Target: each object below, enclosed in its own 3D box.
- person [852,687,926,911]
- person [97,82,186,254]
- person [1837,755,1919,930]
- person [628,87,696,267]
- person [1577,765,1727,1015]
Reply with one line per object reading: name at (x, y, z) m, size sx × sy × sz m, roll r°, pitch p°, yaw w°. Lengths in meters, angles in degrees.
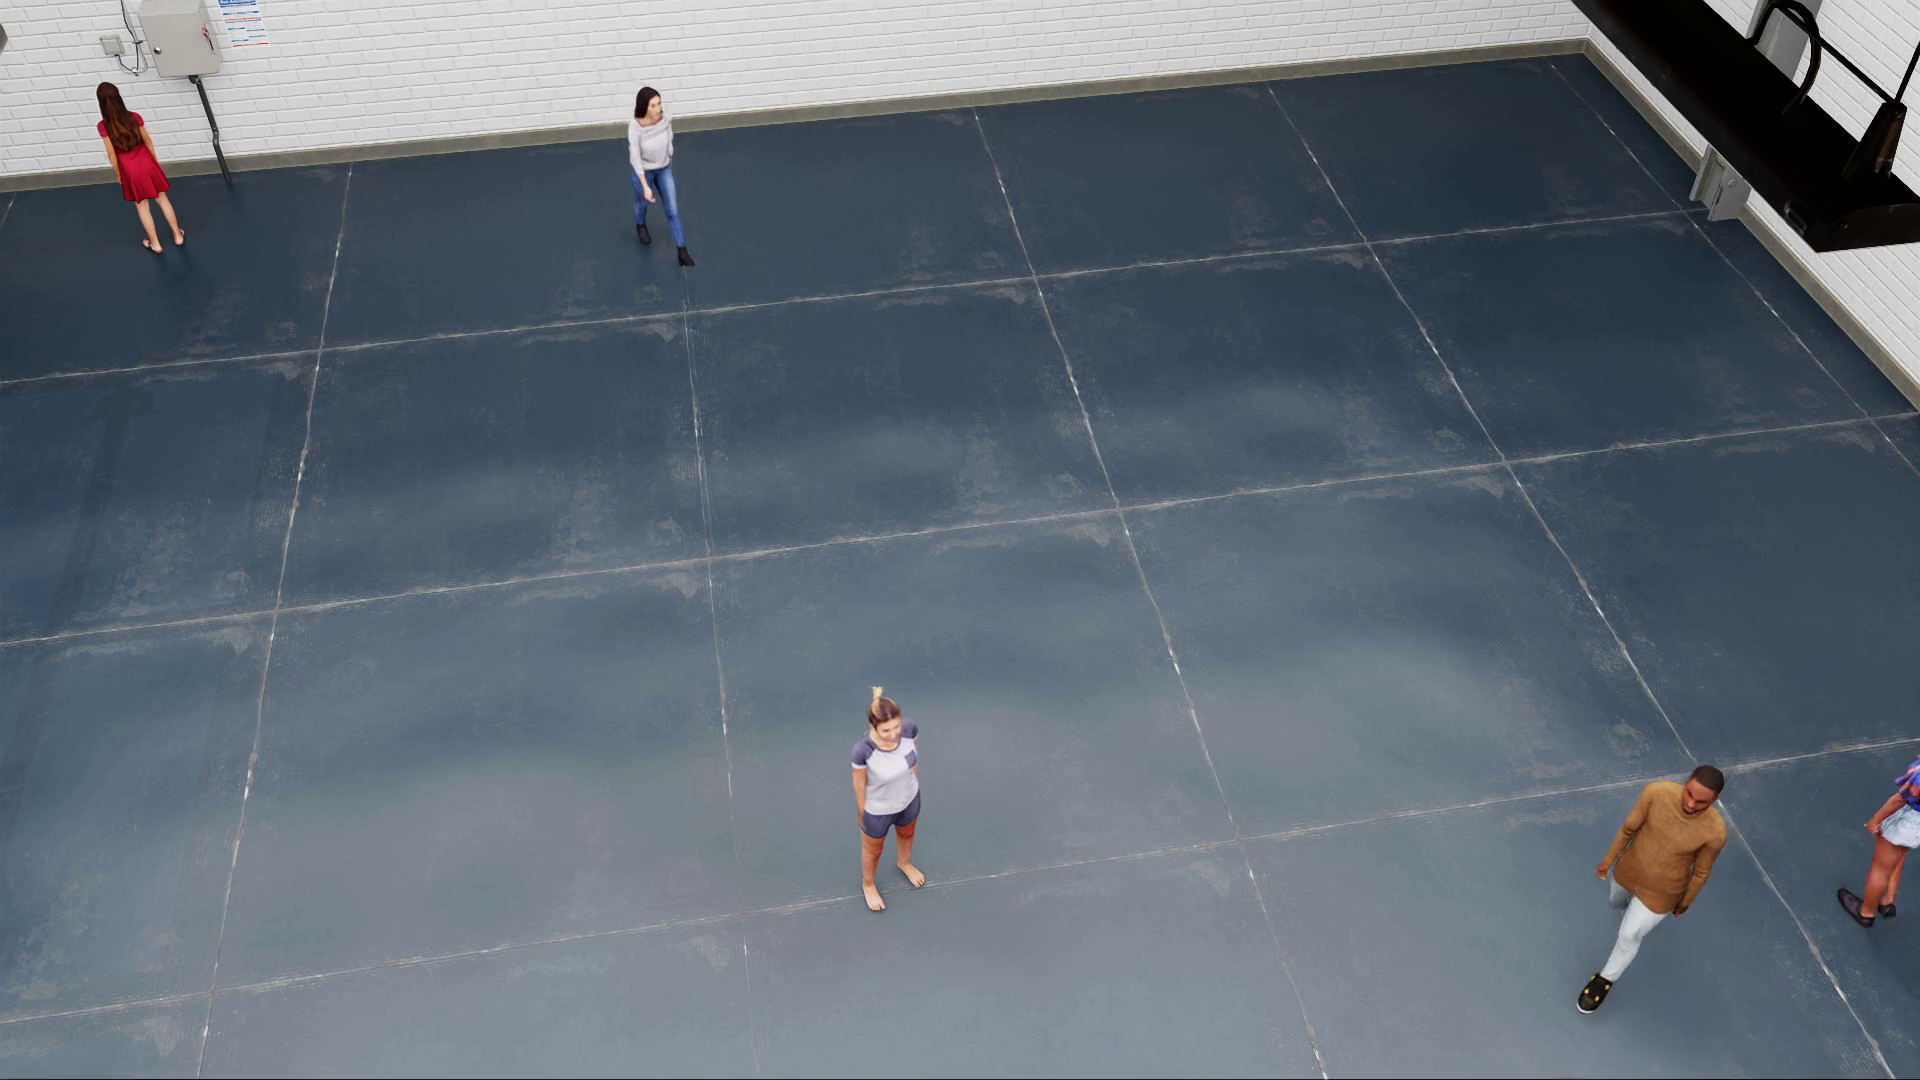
person at (-0.397, 1.433, 9.254) m, size 0.649 × 1.624 × 0.641 m, roll -25°, pitch 49°, yaw -24°
person at (-7.000, -3.174, 14.141) m, size 0.659 × 1.554 × 0.720 m, roll -29°, pitch 51°, yaw -27°
person at (5.222, 1.593, 9.008) m, size 0.647 × 1.732 × 0.636 m, roll -12°, pitch 45°, yaw -12°
person at (-2.651, -3.104, 14.050) m, size 0.931 × 1.578 × 1.174 m, roll -25°, pitch 49°, yaw -24°
person at (3.693, 1.735, 8.815) m, size 1.074 × 1.792 × 1.149 m, roll -32°, pitch 52°, yaw -29°
